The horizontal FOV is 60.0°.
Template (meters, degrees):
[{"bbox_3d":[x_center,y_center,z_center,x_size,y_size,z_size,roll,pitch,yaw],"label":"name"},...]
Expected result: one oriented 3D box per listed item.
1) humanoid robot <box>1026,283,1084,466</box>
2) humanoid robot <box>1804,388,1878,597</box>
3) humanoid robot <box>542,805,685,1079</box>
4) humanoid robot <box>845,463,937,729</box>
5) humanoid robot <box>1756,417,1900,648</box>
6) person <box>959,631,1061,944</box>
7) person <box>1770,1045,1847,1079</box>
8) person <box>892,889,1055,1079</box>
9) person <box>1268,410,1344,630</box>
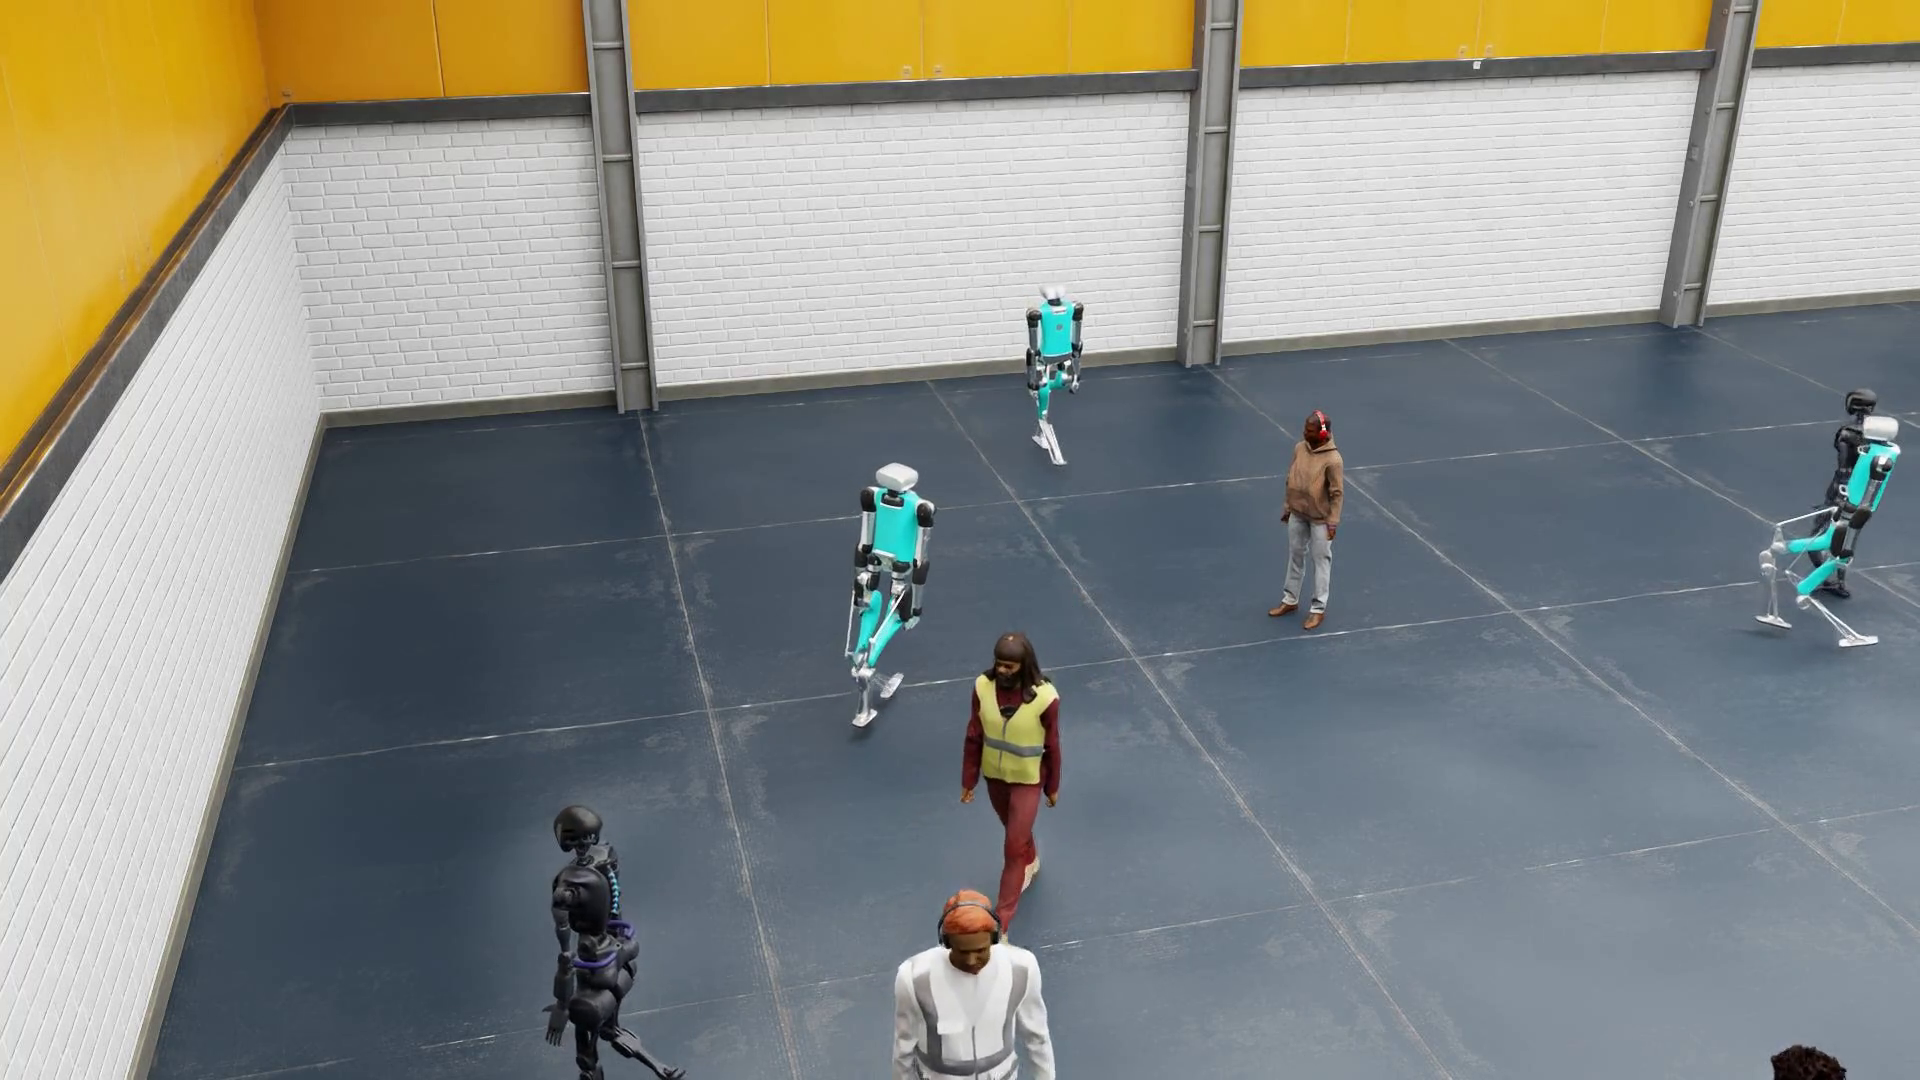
[{"bbox_3d":[0.763,-1.521,15.013,0.555,1.738,1.044,-9,25,-19],"label":"humanoid robot"},{"bbox_3d":[6.606,-0.348,12.395,0.610,1.644,0.352,-20,31,-38],"label":"humanoid robot"},{"bbox_3d":[-1.537,1.913,7.284,0.519,1.644,0.592,6,25,14],"label":"humanoid robot"},{"bbox_3d":[-0.532,0.420,10.549,0.545,1.715,0.965,13,27,27],"label":"humanoid robot"},{"bbox_3d":[6.021,-0.047,11.683,1.012,1.758,0.538,9,25,20],"label":"humanoid robot"},{"bbox_3d":[0.263,1.249,8.726,0.493,1.718,0.949,11,26,24],"label":"person"},{"bbox_3d":[2.684,2.542,5.503,0.665,1.945,0.498,4,24,8],"label":"person"},{"bbox_3d":[0.079,2.188,6.402,0.615,1.867,0.585,-7,25,-15],"label":"person"},{"bbox_3d":[2.544,-0.160,12.005,0.328,1.649,0.461,-19,30,-37],"label":"person"}]
